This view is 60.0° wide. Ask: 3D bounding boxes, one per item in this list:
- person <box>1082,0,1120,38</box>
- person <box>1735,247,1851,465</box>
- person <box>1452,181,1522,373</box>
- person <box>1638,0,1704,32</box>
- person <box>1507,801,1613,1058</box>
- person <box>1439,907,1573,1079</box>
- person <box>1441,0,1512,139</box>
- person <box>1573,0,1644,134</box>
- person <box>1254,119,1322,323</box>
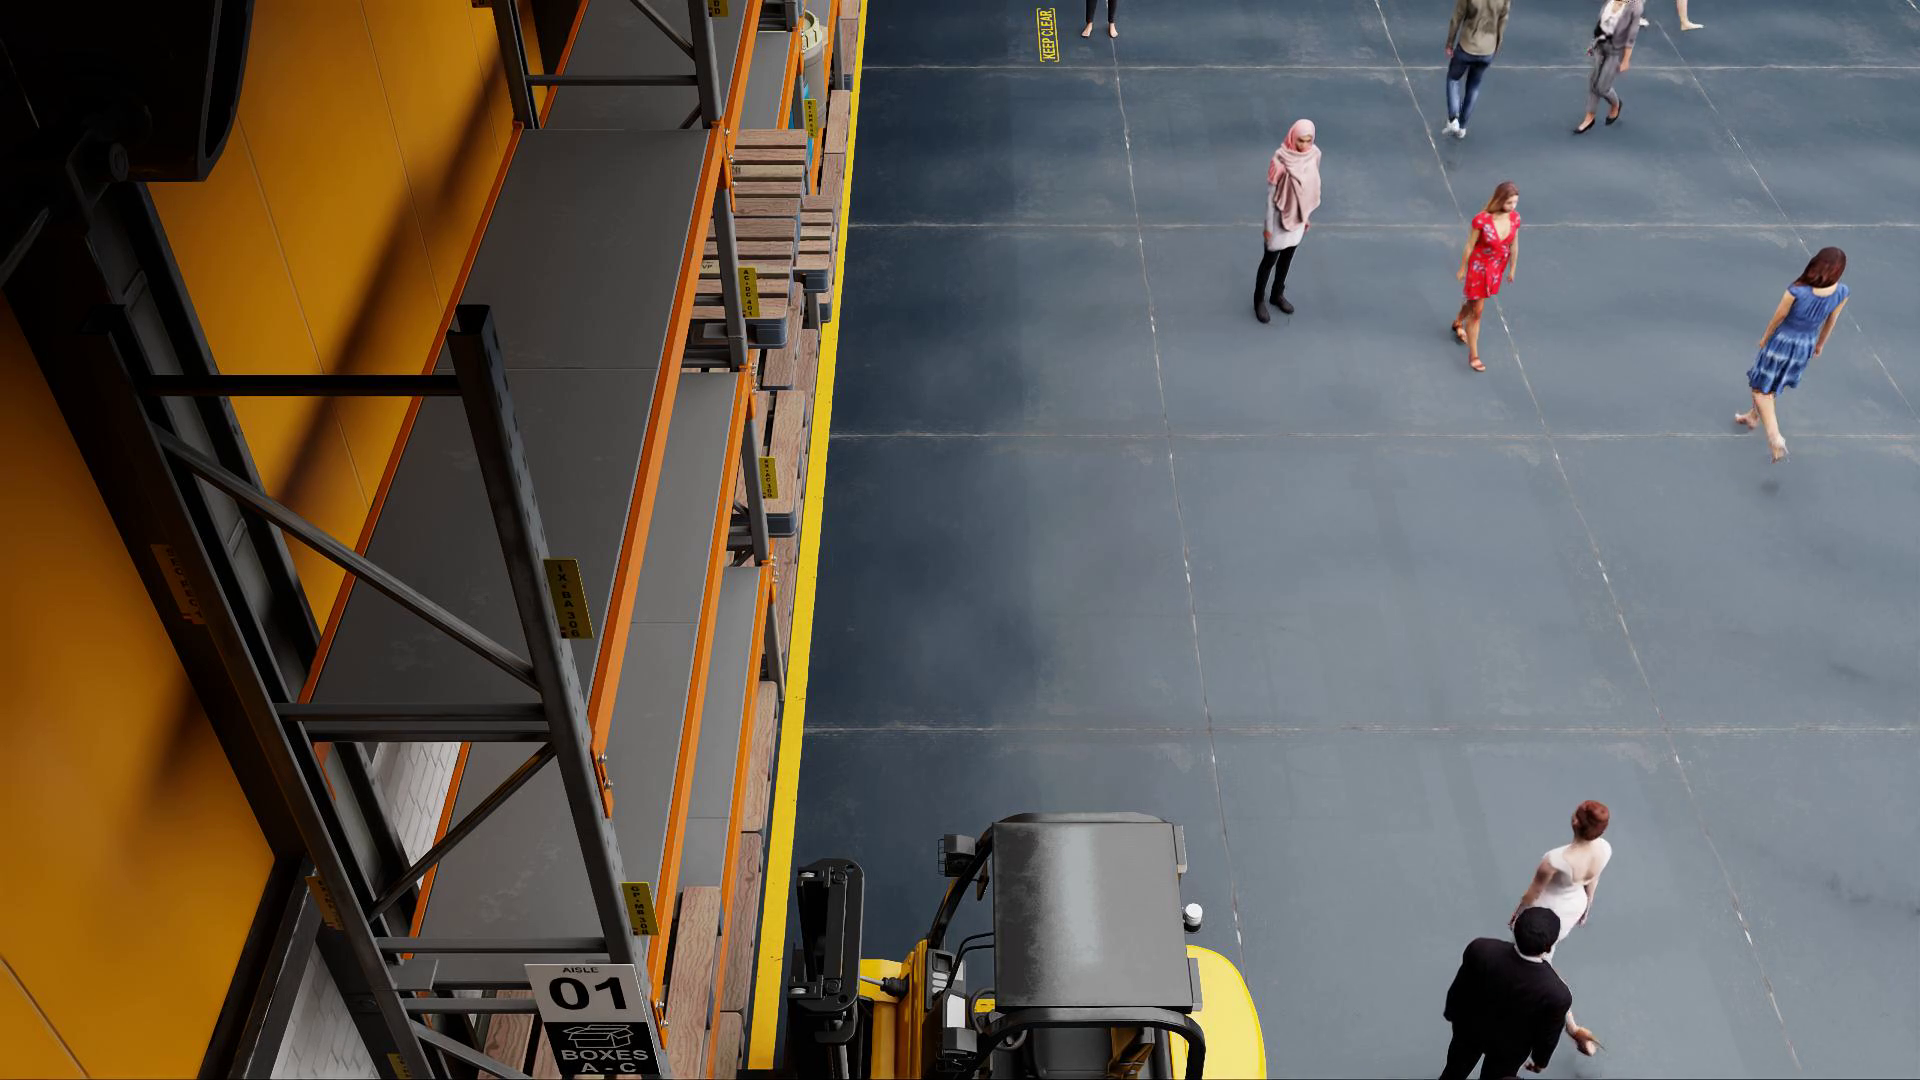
[{"bbox_3d":[1.533,-6.156,17.422,0.606,1.767,0.502,1,44,1],"label":"person"},{"bbox_3d":[6.177,-1.345,12.360,0.751,1.784,1.062,-5,44,-5],"label":"person"},{"bbox_3d":[4.221,-2.224,13.442,0.717,1.564,0.968,-9,44,-9],"label":"person"},{"bbox_3d":[7.462,-6.184,17.565,0.949,1.612,1.037,-33,52,-29],"label":"person"},{"bbox_3d":[3.195,2.074,8.784,0.841,1.765,1.101,-18,46,-18],"label":"person"},{"bbox_3d":[2.673,2.438,8.319,0.773,1.881,0.787,27,50,26],"label":"person"},{"bbox_3d":[4.889,-4.620,15.749,0.722,1.852,0.745,4,44,4],"label":"person"},{"bbox_3d":[6.295,-4.677,15.943,0.832,1.666,0.773,-17,46,-17],"label":"person"},{"bbox_3d":[2.684,-2.648,13.714,0.728,1.803,0.741,-19,47,-19],"label":"person"}]
